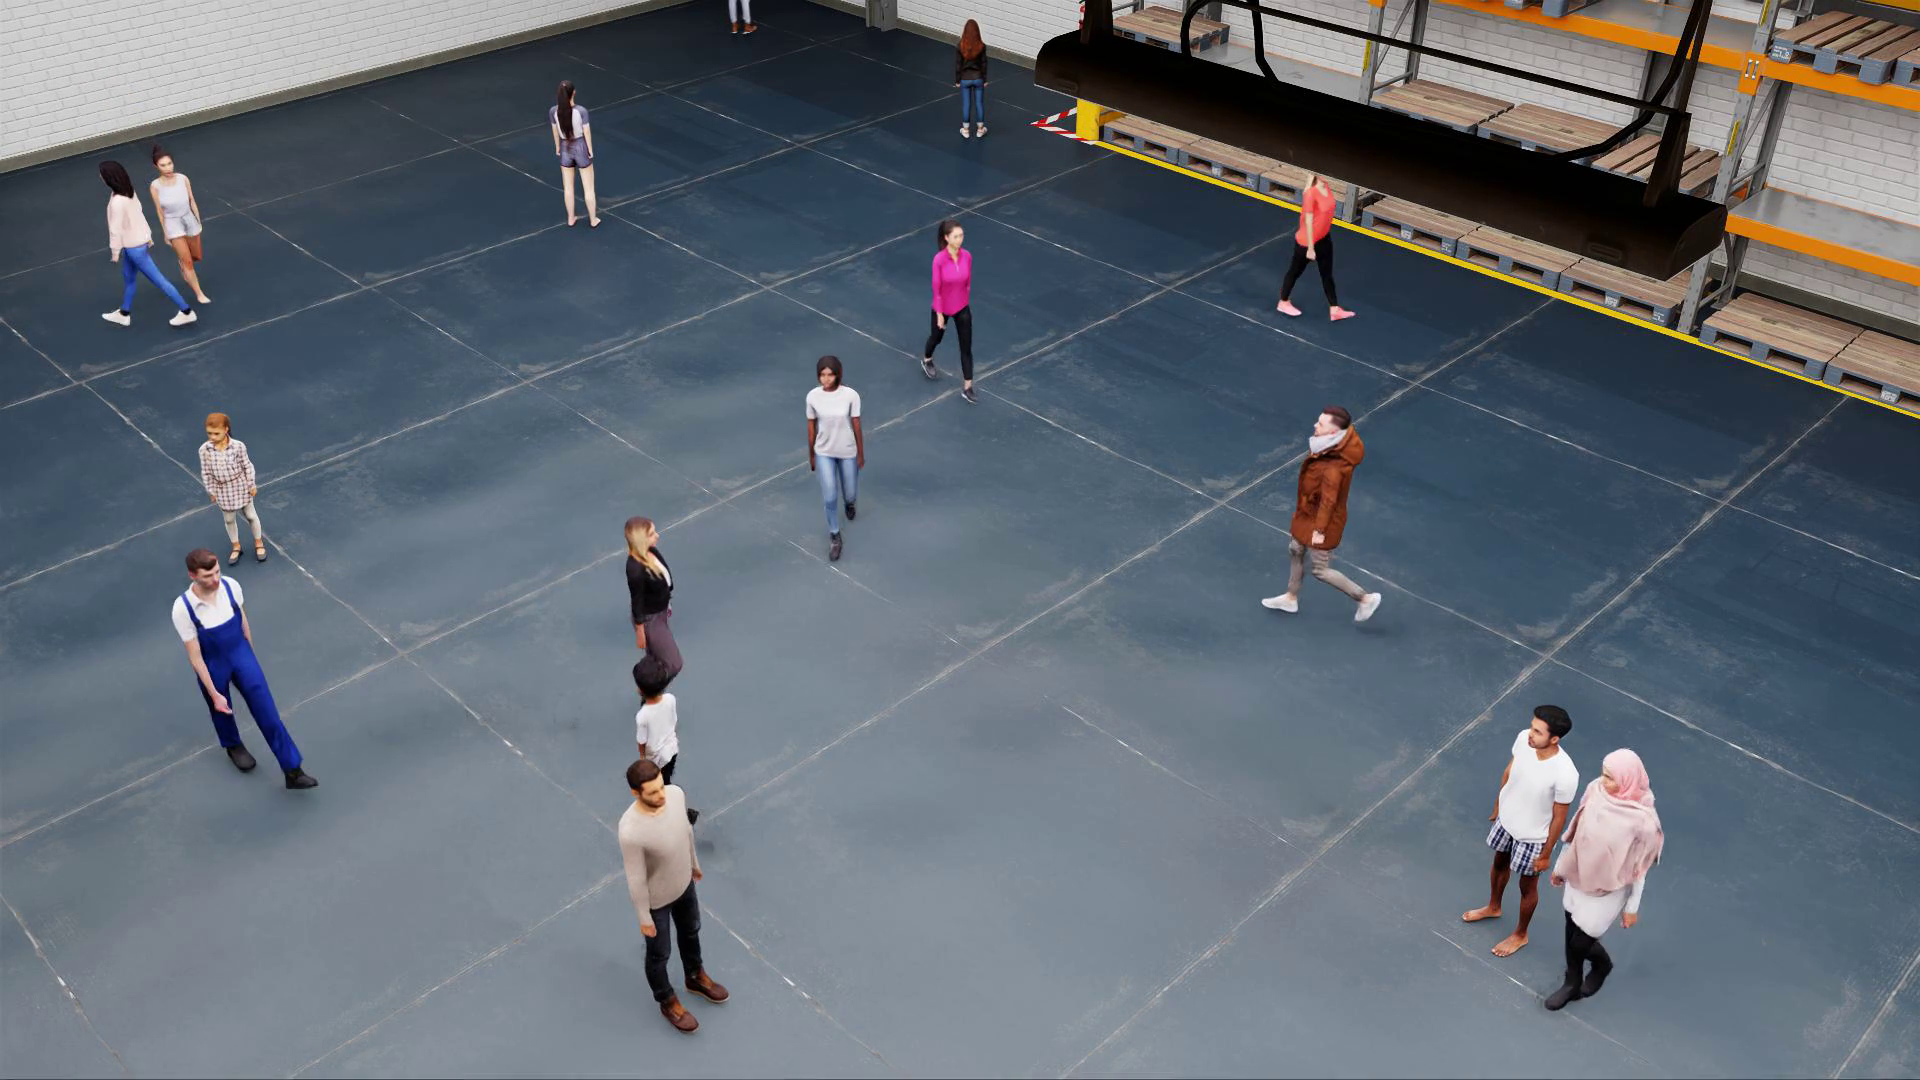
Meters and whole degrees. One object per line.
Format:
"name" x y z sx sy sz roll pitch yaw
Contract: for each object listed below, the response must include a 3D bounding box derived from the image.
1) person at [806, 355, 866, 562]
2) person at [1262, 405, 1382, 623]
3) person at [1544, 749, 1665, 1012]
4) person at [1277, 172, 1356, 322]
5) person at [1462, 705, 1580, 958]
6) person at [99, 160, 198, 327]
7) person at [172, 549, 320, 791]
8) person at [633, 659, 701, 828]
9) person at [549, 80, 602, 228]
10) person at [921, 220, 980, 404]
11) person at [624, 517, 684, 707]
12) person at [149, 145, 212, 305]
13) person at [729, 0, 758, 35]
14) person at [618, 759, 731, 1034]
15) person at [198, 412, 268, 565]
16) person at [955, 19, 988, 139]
"person" -0.960 -0.693 13.060 0.910 1.705 0.964 1 34 1
"person" 2.731 -0.147 12.144 1.222 1.810 1.066 7 34 10
"person" 3.563 1.861 9.143 0.804 1.788 0.718 -18 38 -25
"person" 3.416 -2.980 16.544 1.044 1.658 0.670 25 41 32
"person" 3.256 1.632 9.536 0.762 1.734 0.607 -13 36 -18
"person" -7.978 -2.851 16.295 1.159 1.719 1.159 -3 34 -5
"person" -4.798 0.791 10.742 1.197 1.801 0.661 27 42 34
"person" -1.848 1.320 10.450 0.798 1.242 0.555 23 40 31
"person" -4.292 -4.296 18.534 0.643 1.646 0.717 2 34 3
"person" -0.141 -2.143 15.281 0.837 1.662 1.190 -15 36 -21
"person" -2.169 0.553 11.225 0.758 1.661 0.687 -2 34 -3
"person" -7.983 -3.223 16.954 0.882 1.608 0.592 27 42 34
"person" -3.306 -8.450 24.609 0.709 1.840 0.824 7 34 10
"person" -1.633 1.886 9.037 0.702 1.864 0.738 18 38 25
"person" -5.703 -0.430 13.020 0.616 1.311 0.649 -8 34 -12
"person" 0.149 -5.825 20.982 0.640 1.483 0.688 -2 34 -4
